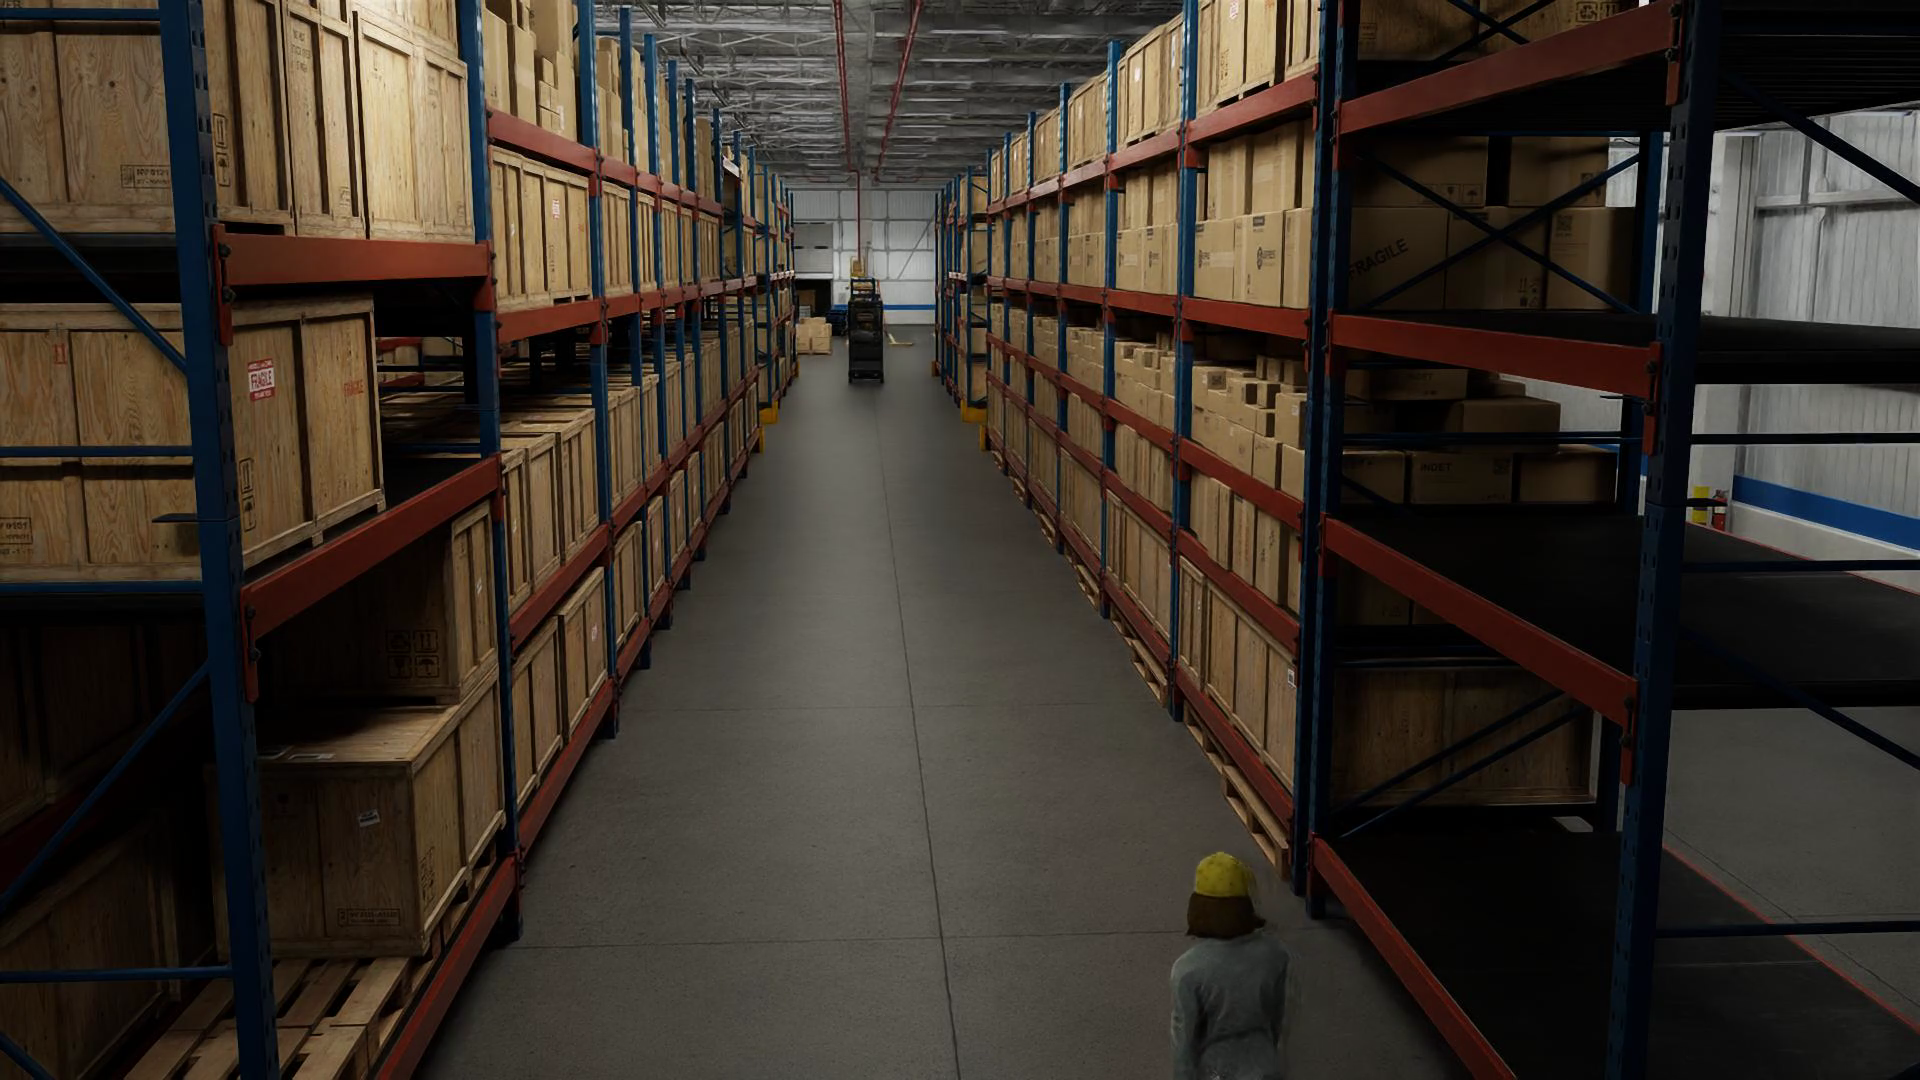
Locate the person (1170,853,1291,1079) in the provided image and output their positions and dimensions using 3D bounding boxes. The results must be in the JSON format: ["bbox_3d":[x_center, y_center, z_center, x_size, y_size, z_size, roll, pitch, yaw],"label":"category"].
[{"bbox_3d":[0.997,1.993,6.113,0.491,1.703,0.805,-2,10,-12],"label":"person"}]

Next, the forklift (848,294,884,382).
[{"bbox_3d":[-3.023,-6.487,53.218,1.129,2.768,1.873,-1,10,-3],"label":"forklift"}]

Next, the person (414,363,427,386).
[{"bbox_3d":[-11.030,-2.730,33.730,0.608,1.887,0.651,-1,10,-8],"label":"person"}]

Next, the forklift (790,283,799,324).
[{"bbox_3d":[-8.568,-11.151,81.079,1.129,2.768,1.873,-5,11,-30],"label":"forklift"}]

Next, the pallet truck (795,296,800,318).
[{"bbox_3d":[-8.622,-12.439,91.403,1.885,1.965,0.823,2,10,13],"label":"pallet truck"}]
